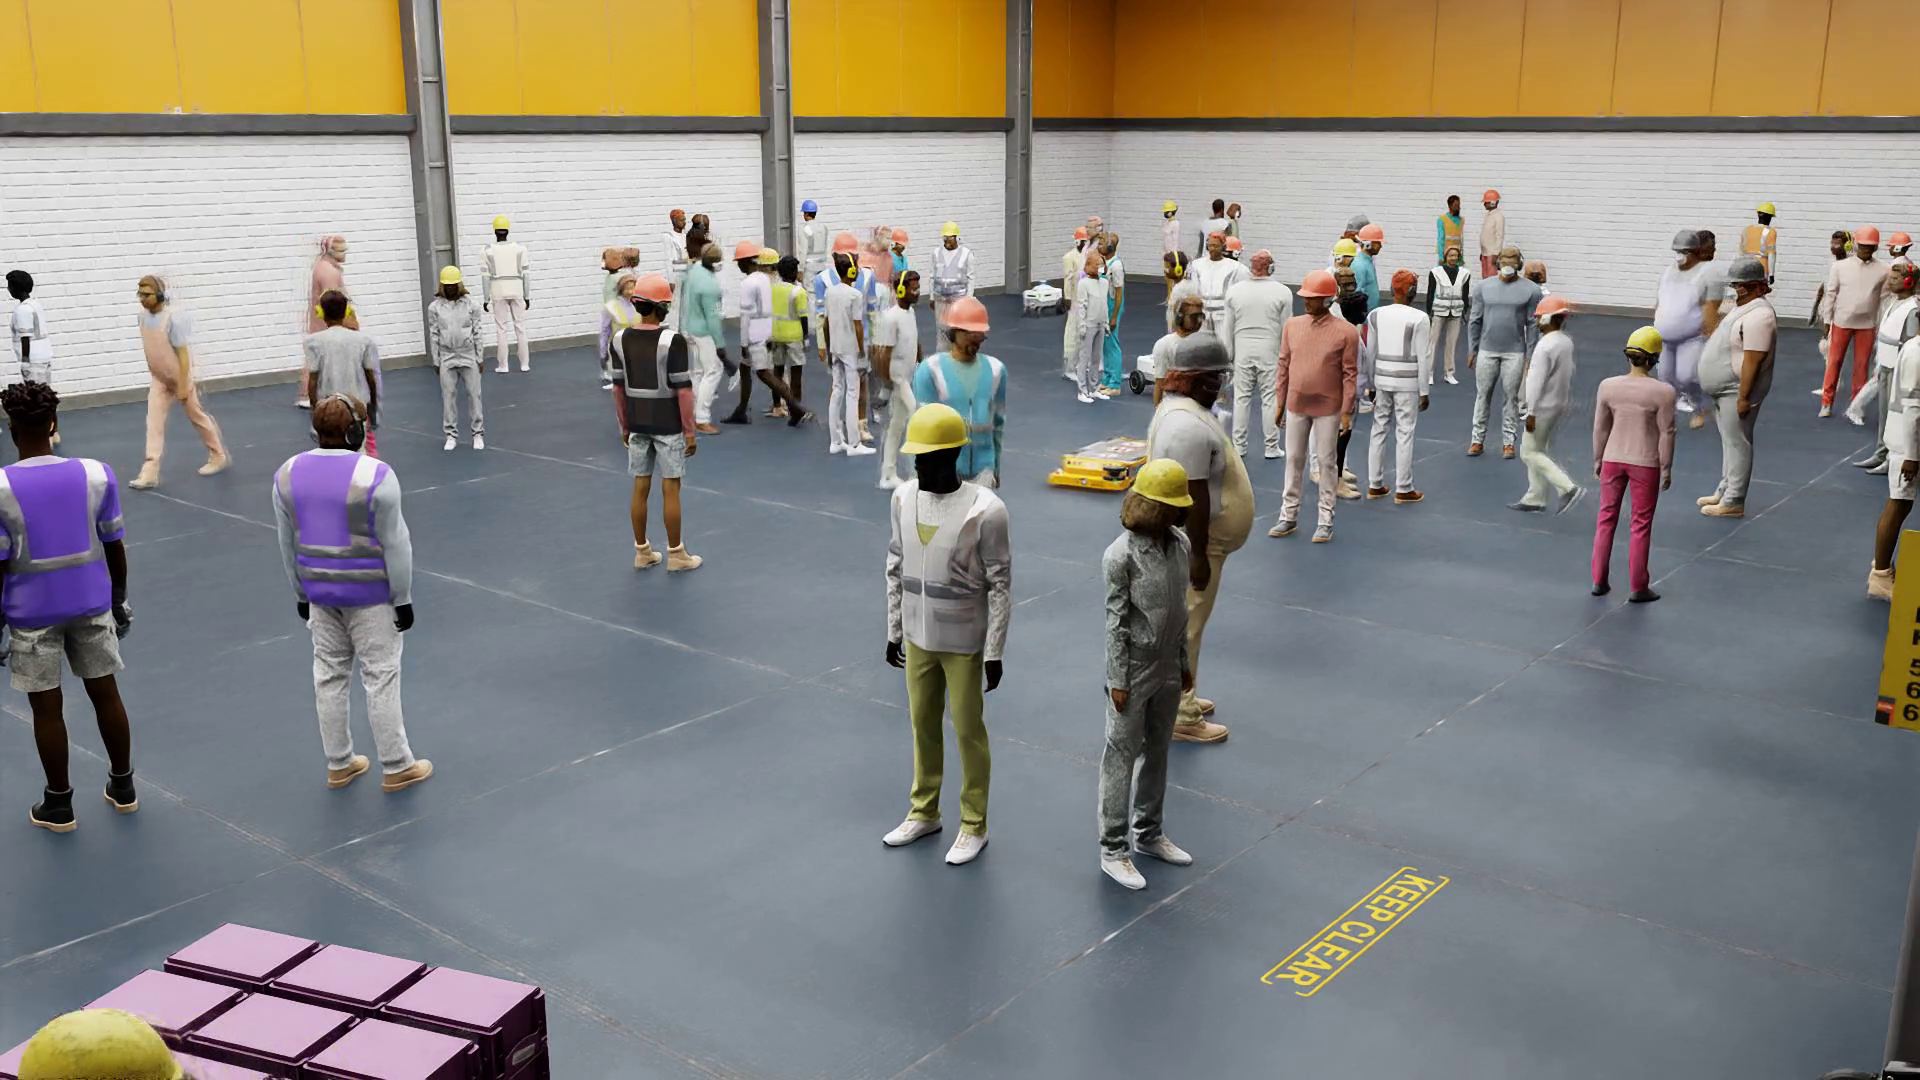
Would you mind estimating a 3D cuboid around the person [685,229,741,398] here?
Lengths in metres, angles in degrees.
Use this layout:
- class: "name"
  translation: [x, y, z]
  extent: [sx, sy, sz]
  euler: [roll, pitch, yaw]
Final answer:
- class: "person"
  translation: [-2.762, -2.491, 18.417]
  extent: [0.546, 1.894, 0.630]
  euler: [0, 14, -2]

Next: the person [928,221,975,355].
- class: "person"
  translation: [-0.119, -3.049, 20.777]
  extent: [0.587, 1.834, 0.403]
  euler: [4, 15, 16]

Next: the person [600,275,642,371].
- class: "person"
  translation: [-3.218, -1.780, 16.195]
  extent: [0.514, 1.587, 0.854]
  euler: [-7, 16, -26]

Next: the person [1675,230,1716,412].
- class: "person"
  translation: [7.843, -2.346, 17.797]
  extent: [0.392, 1.919, 0.591]
  euler: [12, 18, 39]

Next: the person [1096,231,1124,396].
- class: "person"
  translation: [1.671, -2.541, 18.723]
  extent: [0.329, 1.844, 0.517]
  euler: [-3, 14, -10]

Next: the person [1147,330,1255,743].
- class: "person"
  translation: [1.192, -0.028, 8.286]
  extent: [0.537, 2.000, 0.700]
  euler: [0, 14, -1]

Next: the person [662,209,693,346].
- class: "person"
  translation: [-3.838, -3.576, 22.786]
  extent: [0.355, 1.882, 0.575]
  euler: [5, 15, 19]

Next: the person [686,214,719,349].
- class: "person"
  translation: [-3.467, -3.466, 22.427]
  extent: [0.429, 1.843, 0.631]
  euler: [-5, 15, -19]

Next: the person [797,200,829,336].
- class: "person"
  translation: [-2.148, -3.948, 24.139]
  extent: [0.388, 1.947, 0.611]
  euler: [9, 17, 33]

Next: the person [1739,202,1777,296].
- class: "person"
  translation: [11.480, -3.881, 23.933]
  extent: [0.381, 1.917, 0.585]
  euler: [-7, 15, -25]

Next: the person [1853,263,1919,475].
- class: "person"
  translation: [8.168, -1.482, 14.491]
  extent: [0.390, 1.846, 0.563]
  euler: [3, 14, 12]

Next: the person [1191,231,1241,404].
- class: "person"
  translation: [2.775, -2.436, 18.228]
  extent: [0.574, 1.884, 0.355]
  euler: [6, 15, 22]

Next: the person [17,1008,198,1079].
- class: "person"
  translation: [-1.243, 1.542, 2.661]
  extent: [0.384, 1.719, 0.489]
  euler: [2, 14, 9]

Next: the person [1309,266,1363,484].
- class: "person"
  translation: [3.215, -1.395, 14.147]
  extent: [0.505, 1.846, 0.346]
  euler: [-6, 15, -23]

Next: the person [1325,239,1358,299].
- class: "person"
  translation: [4.064, -2.318, 17.891]
  extent: [0.404, 1.823, 0.590]
  euler: [12, 18, 40]

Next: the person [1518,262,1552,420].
- class: "person"
  translation: [5.917, -2.059, 17.226]
  extent: [0.314, 1.635, 0.514]
  euler: [-3, 14, -11]

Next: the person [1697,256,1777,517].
- class: "person"
  translation: [6.043, -1.207, 12.998]
  extent: [0.535, 2.000, 0.679]
  euler: [4, 15, 16]

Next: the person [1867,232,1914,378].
- class: "person"
  translation: [11.234, -2.827, 20.053]
  extent: [0.324, 1.752, 0.561]
  euler: [12, 19, 40]

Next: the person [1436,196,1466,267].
- class: "person"
  translation: [7.856, -4.541, 26.633]
  extent: [0.634, 1.896, 0.416]
  euler: [-9, 17, -31]

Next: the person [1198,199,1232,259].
- class: "person"
  translation: [4.023, -4.393, 26.098]
  extent: [1.021, 1.868, 0.595]
  euler: [-10, 17, -34]

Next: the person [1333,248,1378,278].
- class: "person"
  translation: [4.771, -2.911, 20.076]
  extent: [0.405, 1.911, 0.636]
  euler: [-12, 18, -39]

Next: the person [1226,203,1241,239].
- class: "person"
  translation: [4.859, -5.192, 29.750]
  extent: [0.285, 1.631, 0.502]
  euler: [7, 16, 25]

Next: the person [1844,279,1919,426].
- class: "person"
  translation: [9.379, -1.899, 16.658]
  extent: [0.520, 1.596, 0.854]
  euler: [-8, 16, -28]

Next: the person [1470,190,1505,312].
- class: "person"
  translation: [8.514, -4.623, 26.757]
  extent: [0.391, 1.987, 0.608]
  euler: [-1, 14, -4]

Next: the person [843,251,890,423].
- class: "person"
  translation: [-0.992, -2.066, 17.004]
  extent: [0.562, 1.756, 0.318]
  euler: [0, 14, 1]

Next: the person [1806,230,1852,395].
- class: "person"
  translation: [9.807, -2.546, 18.727]
  extent: [0.475, 1.850, 0.535]
  euler: [-3, 14, -11]

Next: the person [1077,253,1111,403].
- class: "person"
  translation: [1.479, -2.343, 18.363]
  extent: [0.286, 1.633, 0.499]
  euler: [12, 19, 40]

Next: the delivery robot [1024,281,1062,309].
- class: "delivery robot"
  translation: [1.329, -3.904, 26.596]
  extent: [0.477, 0.478, 0.707]
  euler: [10, 17, 34]

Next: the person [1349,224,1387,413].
- class: "person"
  translation: [4.285, -2.349, 17.675]
  extent: [0.406, 1.987, 0.615]
  euler: [5, 15, 20]

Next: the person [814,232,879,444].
- class: "person"
  translation: [-1.072, -1.917, 15.871]
  extent: [0.614, 2.029, 0.410]
  euler: [-5, 15, -19]

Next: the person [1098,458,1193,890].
- class: "person"
  translation: [0.772, 0.524, 6.695]
  extent: [0.304, 1.740, 0.485]
  euler: [13, 19, 43]

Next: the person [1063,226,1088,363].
- class: "person"
  translation: [1.553, -3.131, 21.284]
  extent: [0.564, 1.743, 0.344]
  euler: [-13, 19, -43]

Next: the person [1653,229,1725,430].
- class: "person"
  translation: [7.074, -2.040, 16.326]
  extent: [0.566, 2.000, 0.707]
  euler: [-10, 17, -34]

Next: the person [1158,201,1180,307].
- class: "person"
  translation: [3.517, -4.792, 27.904]
  extent: [0.339, 1.761, 0.524]
  euler: [-3, 14, -14]

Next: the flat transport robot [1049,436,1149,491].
- class: "flat transport robot"
  translation: [1.369, -0.682, 14.489]
  extent: [0.652, 0.197, 1.431]
  euler: [7, 16, 27]

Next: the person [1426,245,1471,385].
- class: "person"
  translation: [5.723, -2.643, 19.544]
  extent: [0.515, 1.641, 0.315]
  euler: [-1, 14, -4]
